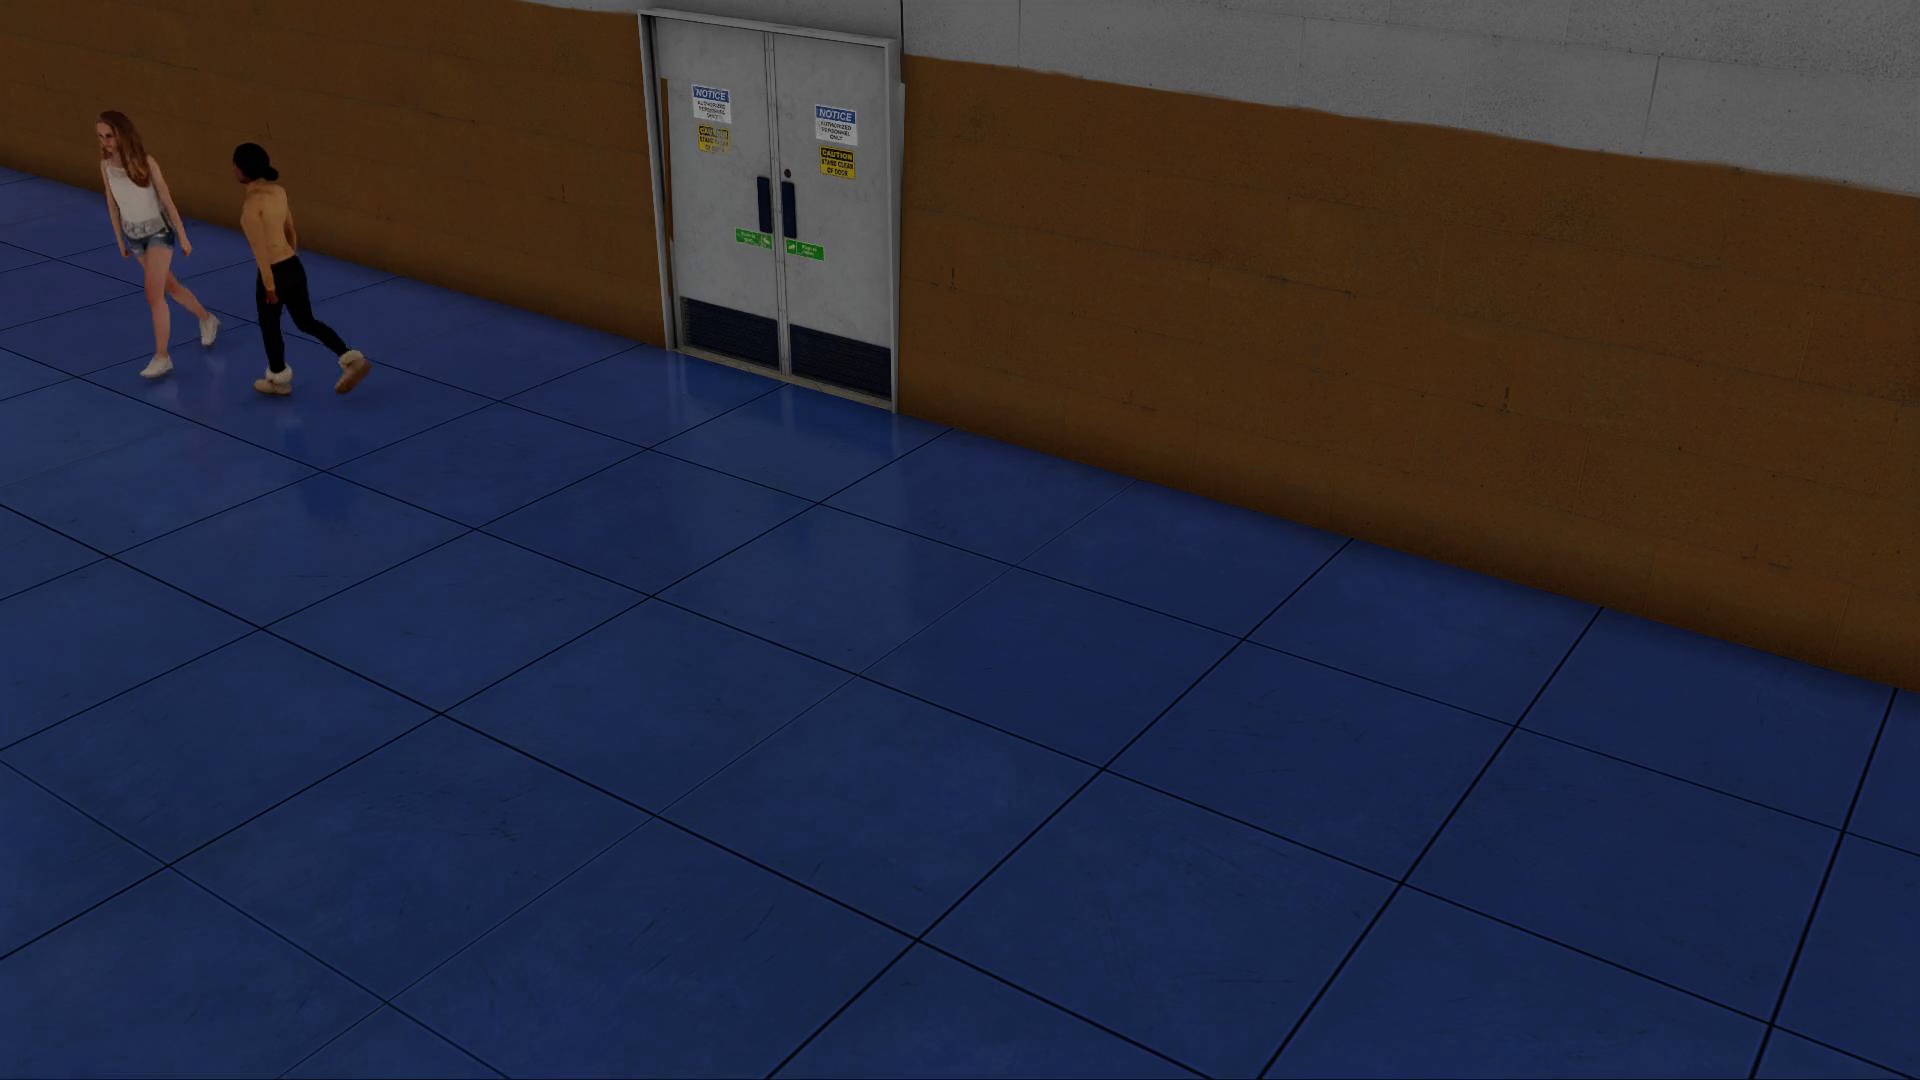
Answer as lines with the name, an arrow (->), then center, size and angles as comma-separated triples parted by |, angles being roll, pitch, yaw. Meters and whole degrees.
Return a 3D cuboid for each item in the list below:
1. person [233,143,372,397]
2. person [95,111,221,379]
person -> -4.196, -1.652, 10.467 | 0.912, 1.627, 1.070 | 5, 27, 10
person -> -5.300, -1.992, 11.043 | 0.894, 1.711, 1.189 | 5, 27, 9
